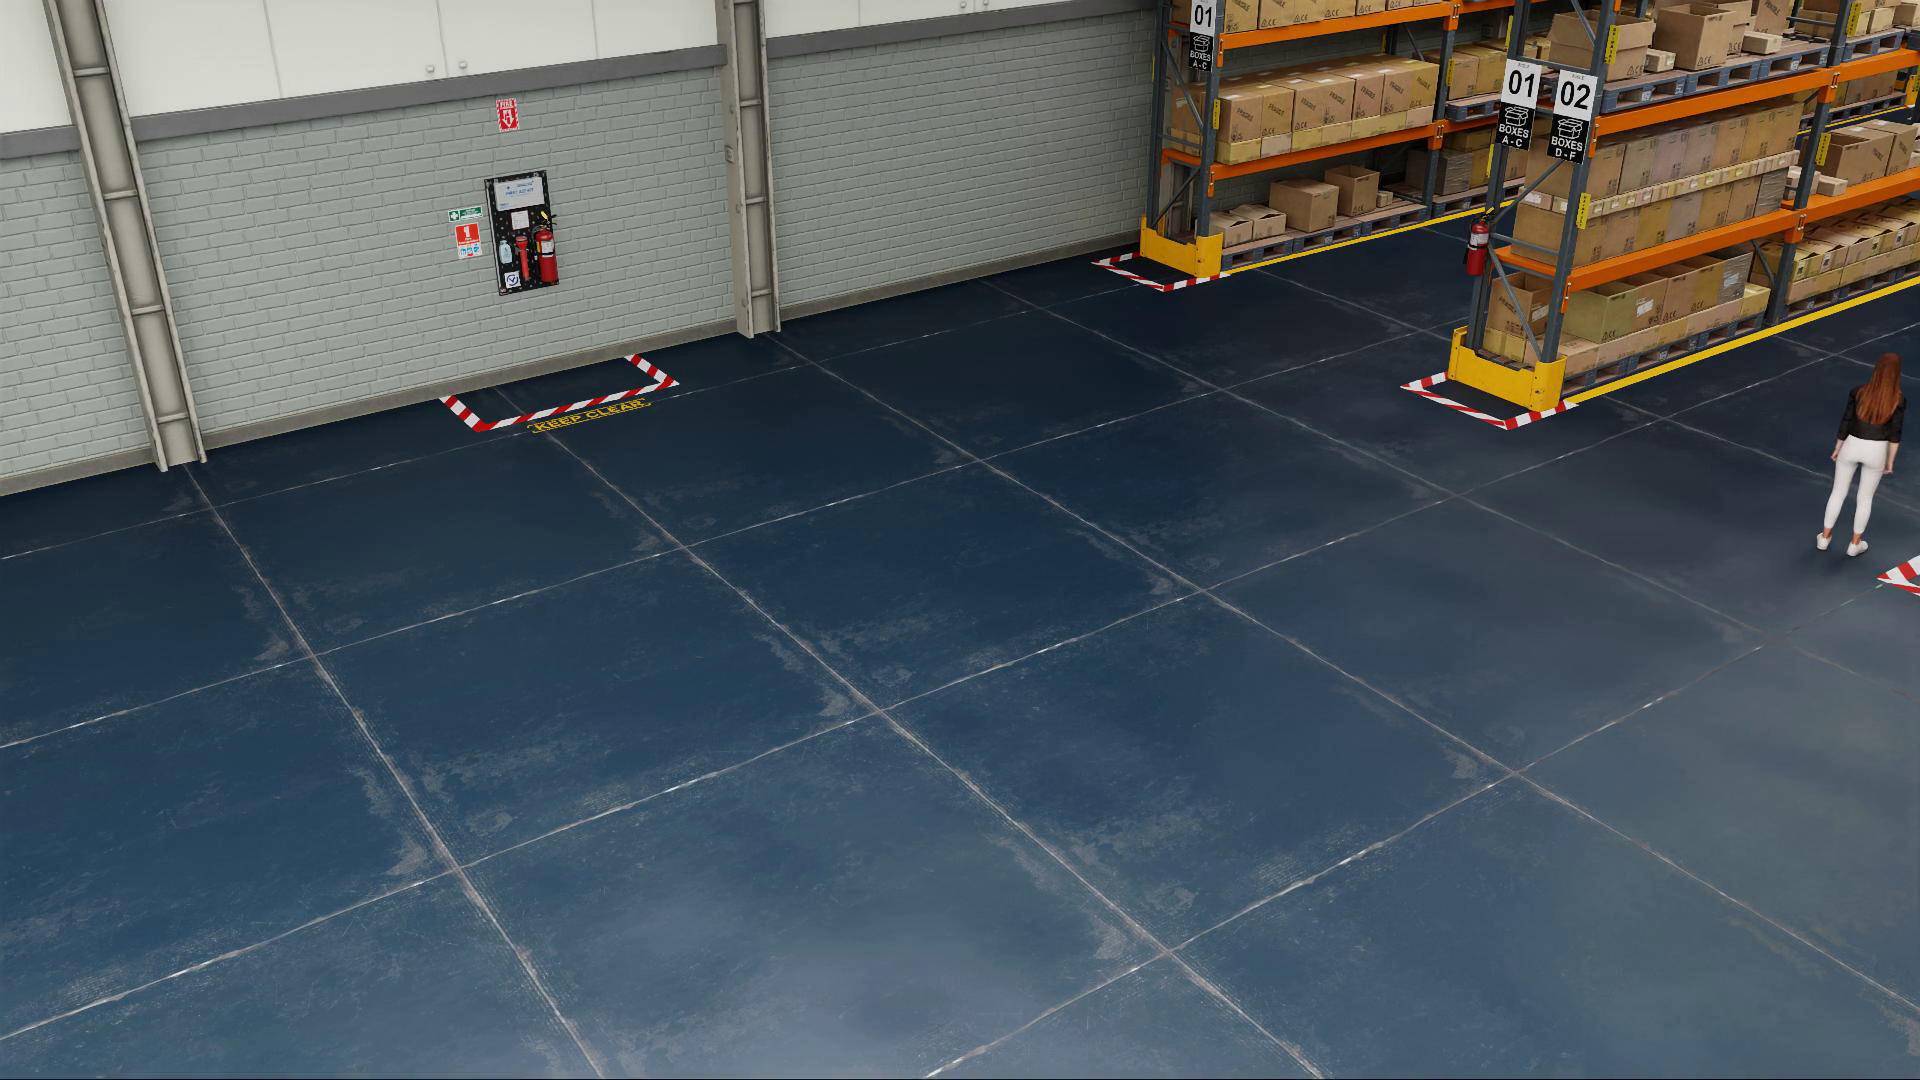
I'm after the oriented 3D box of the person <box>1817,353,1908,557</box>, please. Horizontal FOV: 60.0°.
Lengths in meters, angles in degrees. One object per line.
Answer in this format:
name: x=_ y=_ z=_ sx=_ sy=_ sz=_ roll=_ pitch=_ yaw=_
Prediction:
person: x=7.217 y=-0.694 z=13.282 sx=0.672 sy=1.704 sz=0.641 roll=17 pitch=32 yaw=30
